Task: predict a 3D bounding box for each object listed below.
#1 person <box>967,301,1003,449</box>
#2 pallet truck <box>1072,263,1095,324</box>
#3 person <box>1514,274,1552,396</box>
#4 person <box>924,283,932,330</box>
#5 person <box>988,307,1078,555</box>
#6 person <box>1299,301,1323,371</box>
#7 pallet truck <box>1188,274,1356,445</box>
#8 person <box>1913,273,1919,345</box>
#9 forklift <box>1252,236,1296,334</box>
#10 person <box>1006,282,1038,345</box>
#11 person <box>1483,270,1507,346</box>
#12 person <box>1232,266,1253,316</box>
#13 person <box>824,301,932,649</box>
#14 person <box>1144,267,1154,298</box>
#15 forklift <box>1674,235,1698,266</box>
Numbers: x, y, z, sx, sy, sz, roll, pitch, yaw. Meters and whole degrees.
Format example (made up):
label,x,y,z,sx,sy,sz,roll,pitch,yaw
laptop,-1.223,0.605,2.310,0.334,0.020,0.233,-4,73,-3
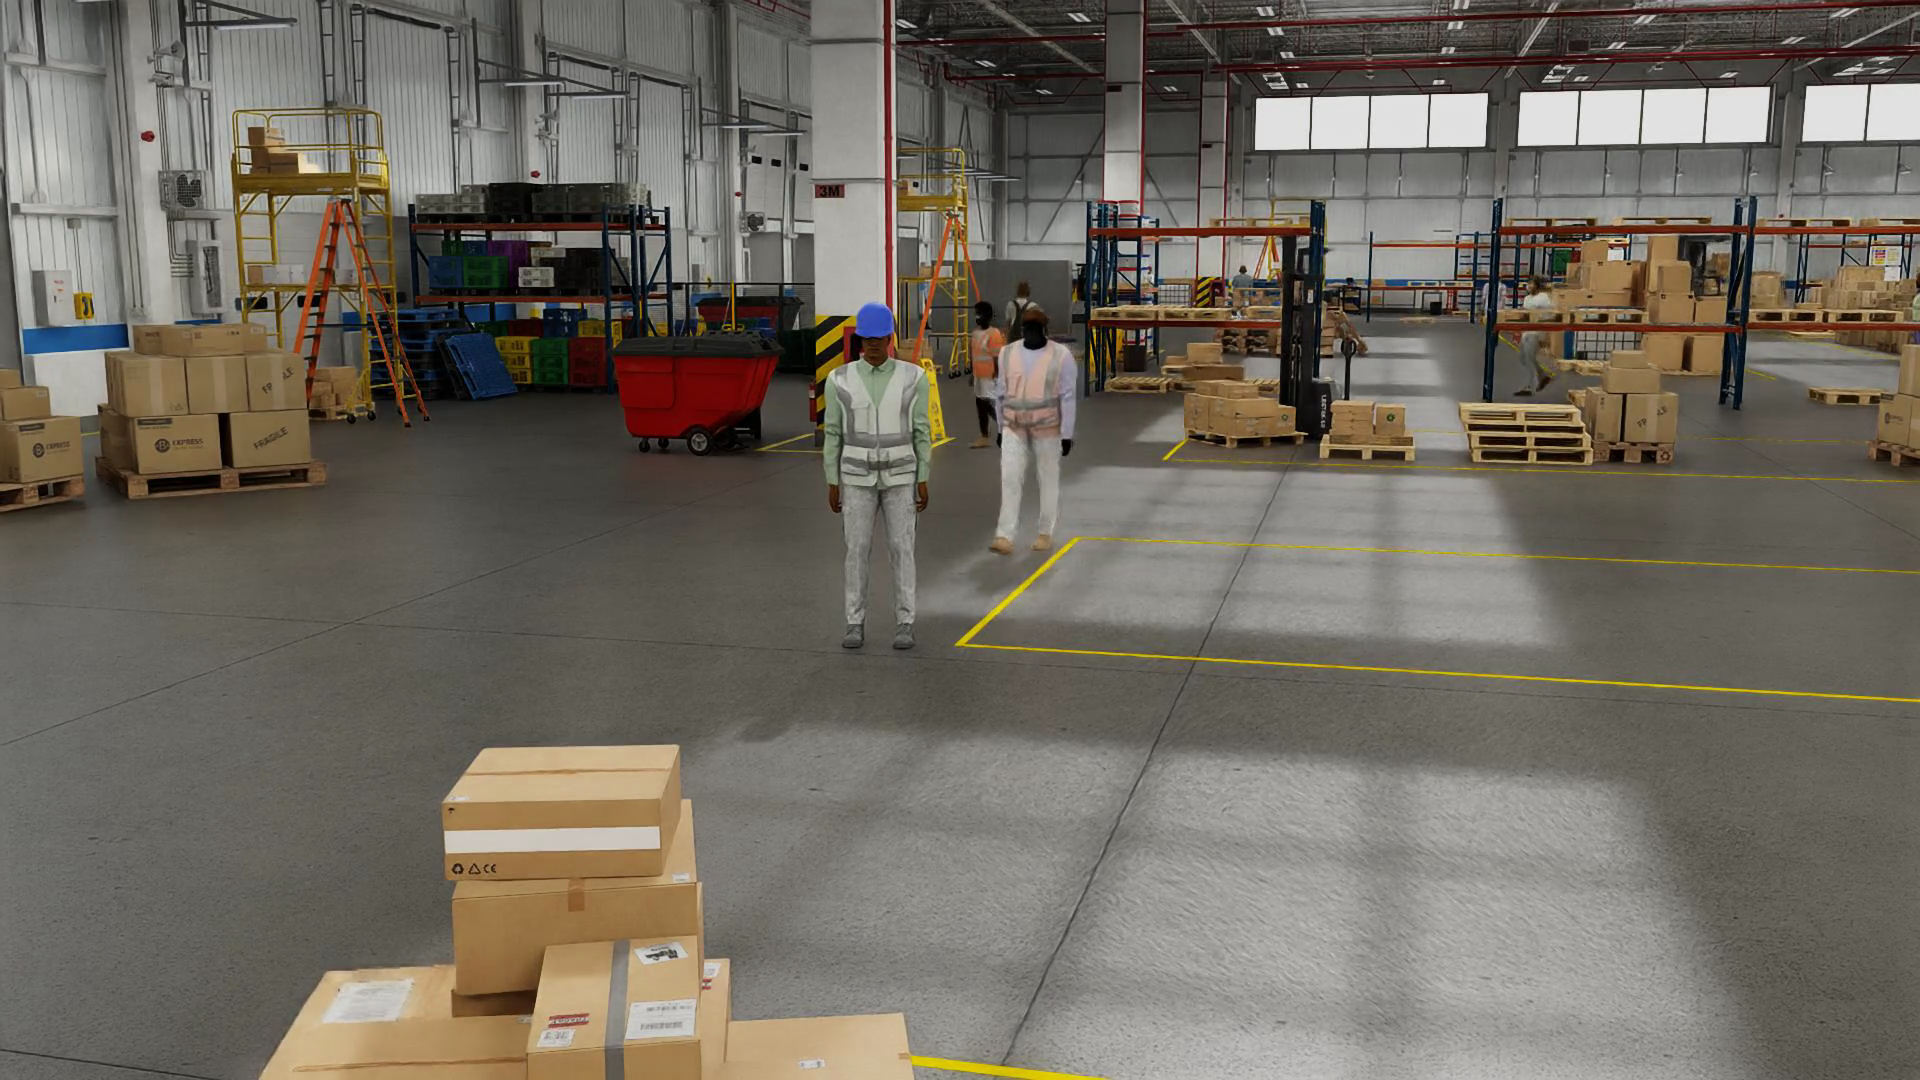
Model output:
label,x,y,z,sx,sy,sz,roll,pitch,yaw
person,0.304,-1.866,18.910,0.397,1.687,0.544,-6,11,-30
pallet truck,4.325,-8.180,55.162,0.823,1.965,1.885,6,11,31
person,9.048,-3.208,26.131,0.595,1.923,0.628,-2,10,-13
person,-0.852,-7.339,50.424,0.543,1.929,0.387,-8,12,-38
person,0.507,-0.776,12.118,0.663,1.802,0.889,4,10,21
person,6.776,-4.122,32.036,0.484,1.739,0.320,-4,10,-20
pallet truck,3.653,-2.138,19.590,1.885,1.965,0.823,-4,10,-20
person,18.175,-4.113,31.441,0.392,1.922,0.592,3,10,16
forklift,8.643,-6.720,43.971,1.873,2.768,1.129,2,10,14
person,0.969,-3.084,25.745,0.517,1.791,0.971,2,10,9
person,13.058,-5.656,40.647,0.550,1.890,0.985,3,10,19
person,8.726,-7.514,51.416,0.630,1.938,0.369,0,10,0
person,-0.457,-0.347,9.236,0.601,1.939,0.411,0,10,-2
person,6.578,-8.559,57.801,0.341,1.864,0.626,4,11,24
forklift,21.261,-7.558,48.905,1.129,2.768,1.873,-8,13,-40
